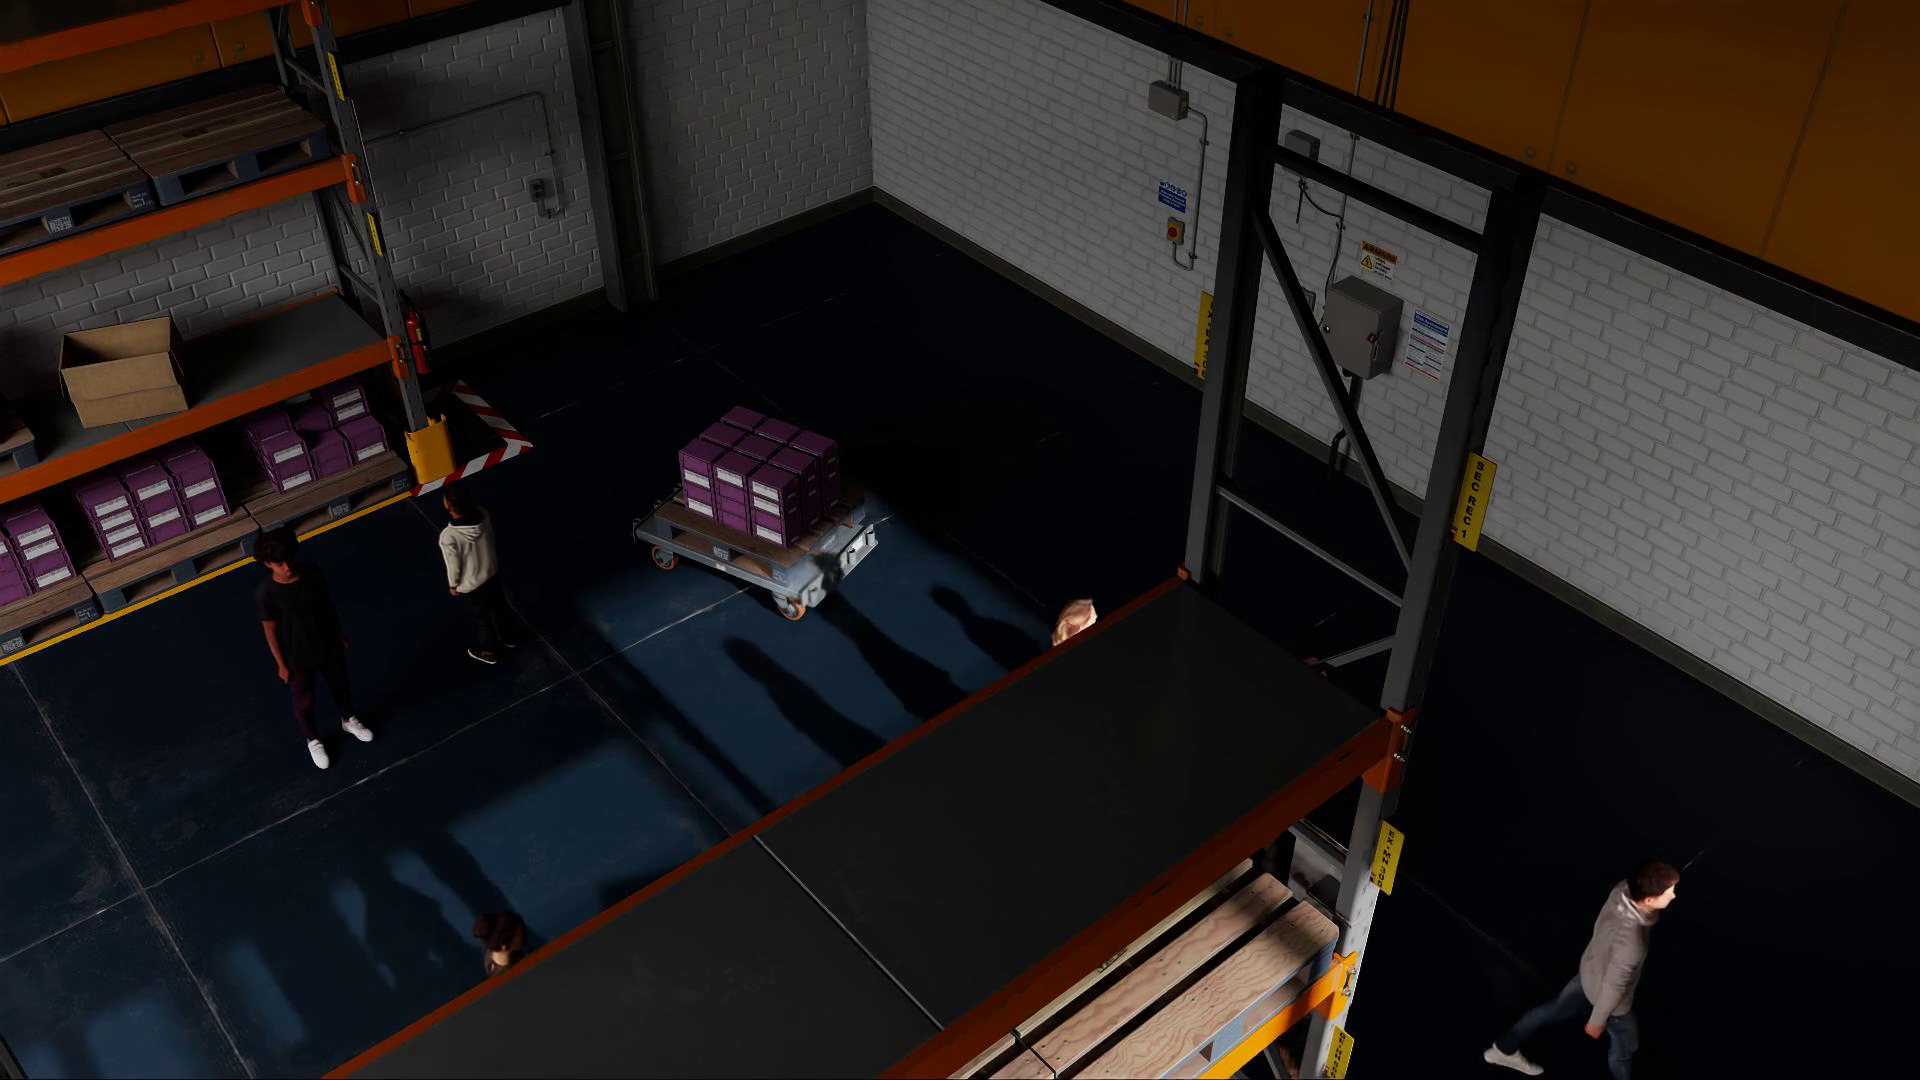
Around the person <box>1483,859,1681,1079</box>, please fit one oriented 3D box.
[{"bbox_3d":[3.220,2.255,8.554,1.213,1.809,1.255,9,40,12],"label":"person"}]

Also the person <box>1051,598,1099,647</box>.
[{"bbox_3d":[0.589,1.084,10.124,1.140,1.680,0.882,-10,40,-12],"label":"person"}]

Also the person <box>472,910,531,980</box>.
[{"bbox_3d":[-2.304,2.511,8.387,1.221,1.617,0.889,-11,40,-13],"label":"person"}]

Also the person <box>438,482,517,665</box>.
[{"bbox_3d":[-3.311,0.221,11.386,0.700,1.453,0.540,21,43,24],"label":"person"}]

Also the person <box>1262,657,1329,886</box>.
[{"bbox_3d":[1.925,1.253,9.942,0.854,1.642,0.851,-8,39,-10],"label":"person"}]

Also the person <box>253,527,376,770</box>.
[{"bbox_3d":[-4.150,0.649,10.586,0.716,1.782,0.527,30,47,32],"label":"person"}]
